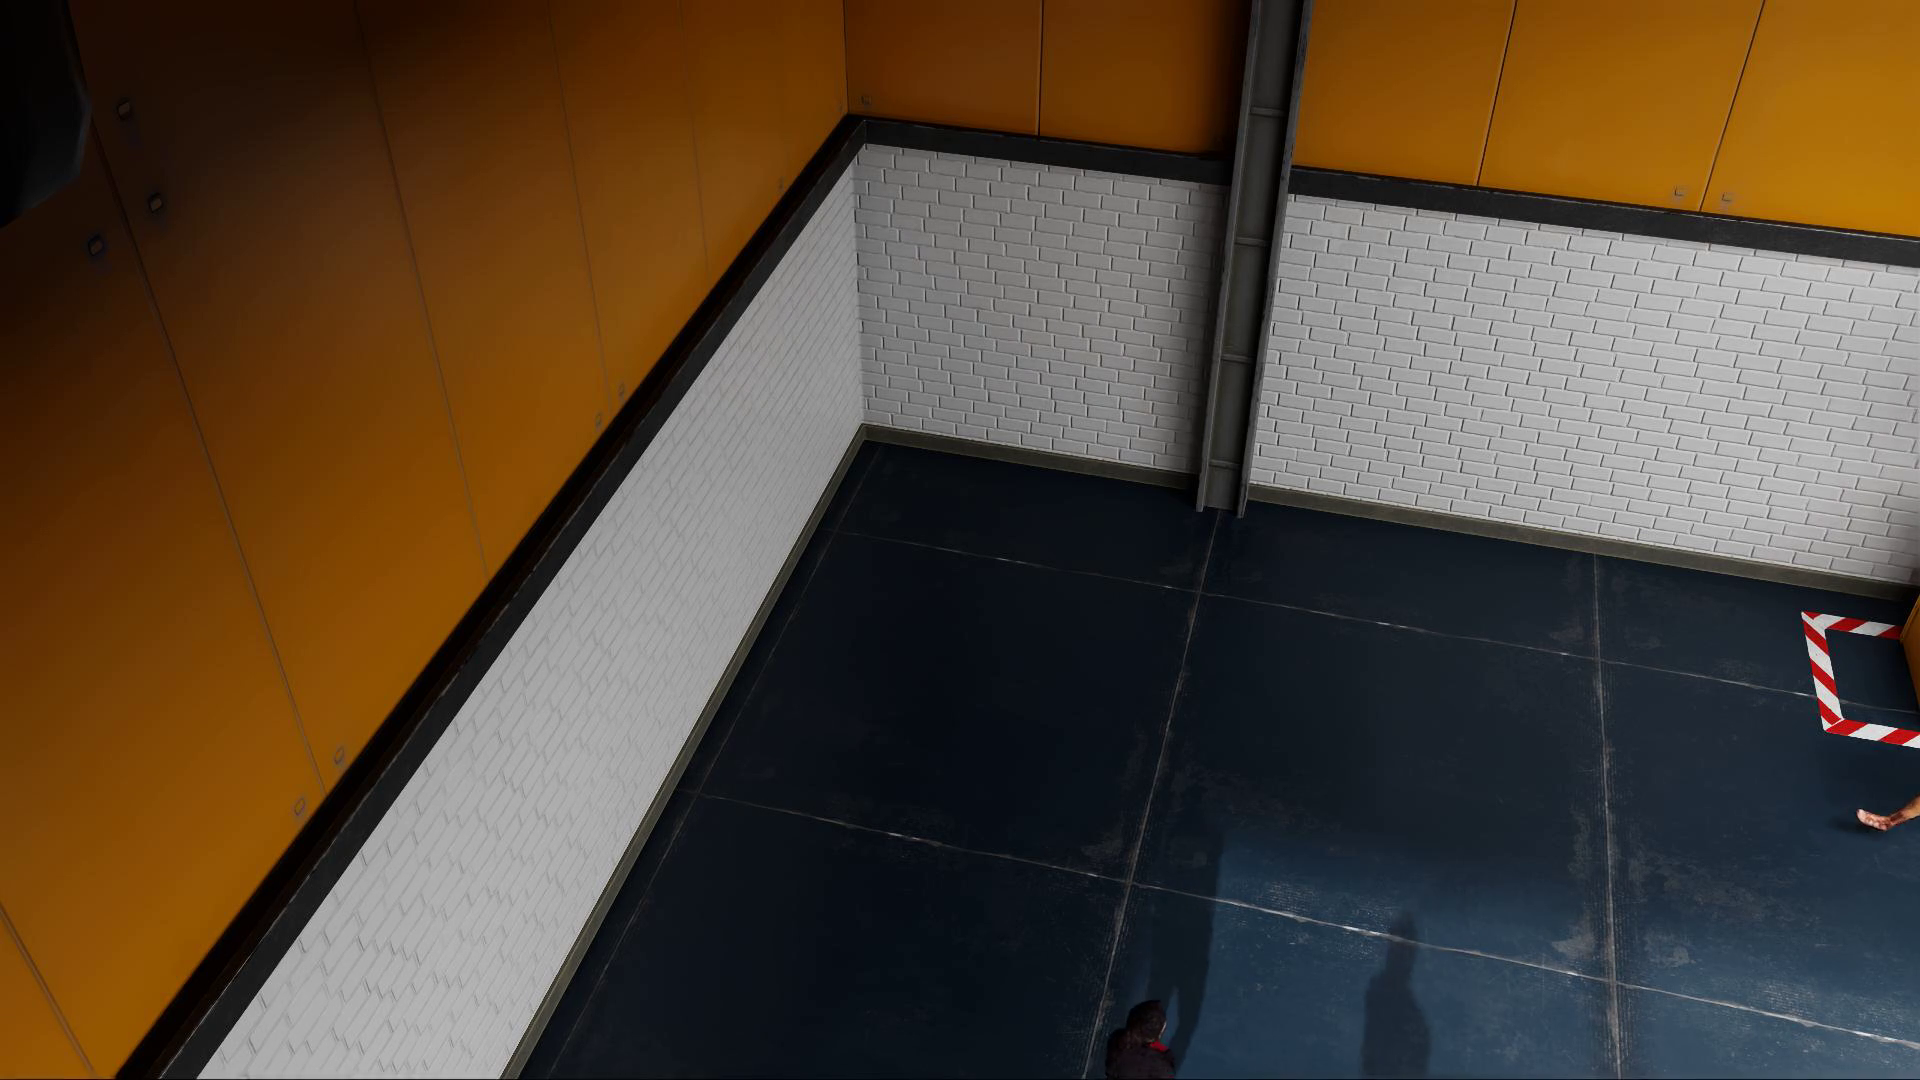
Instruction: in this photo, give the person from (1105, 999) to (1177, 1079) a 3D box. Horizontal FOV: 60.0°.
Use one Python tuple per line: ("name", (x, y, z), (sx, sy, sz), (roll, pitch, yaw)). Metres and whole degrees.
("person", (0.884, 2.967, 8.514), (0.709, 1.630, 0.772), (29, 47, 31))
